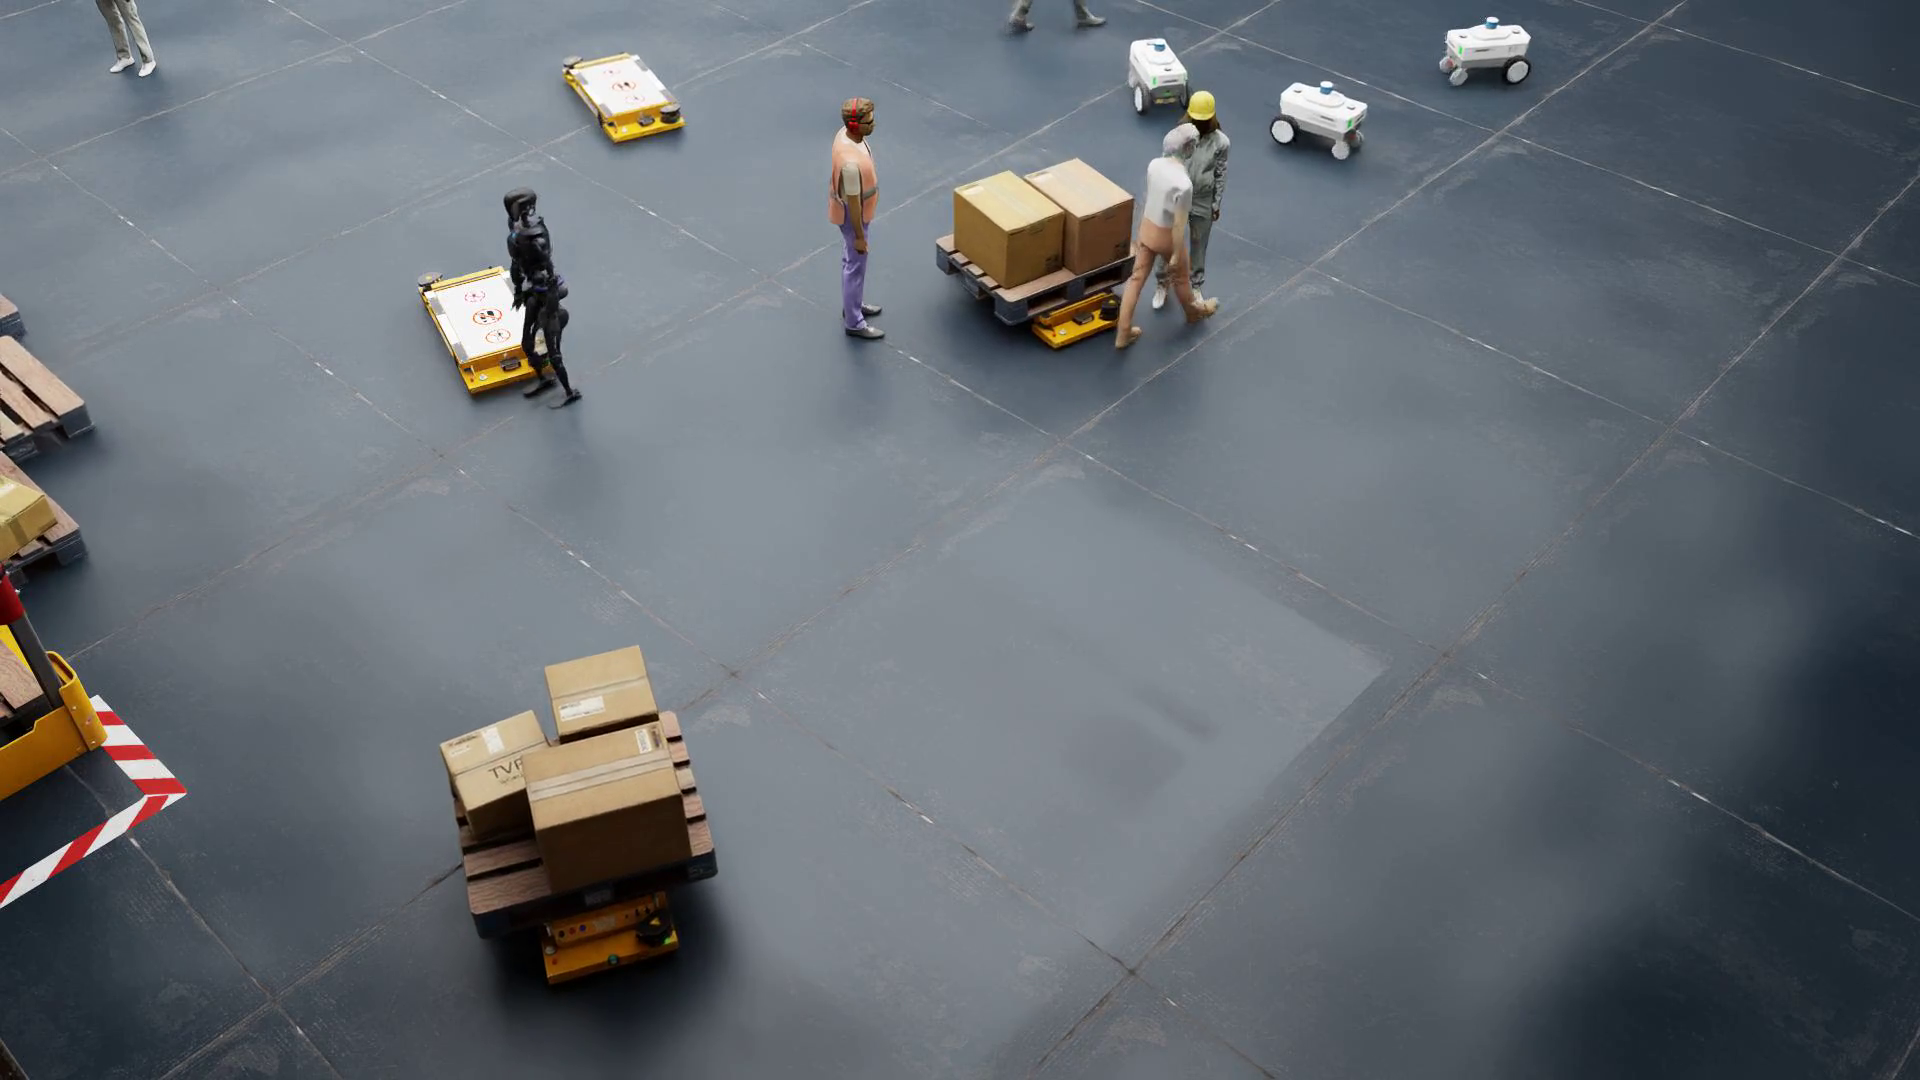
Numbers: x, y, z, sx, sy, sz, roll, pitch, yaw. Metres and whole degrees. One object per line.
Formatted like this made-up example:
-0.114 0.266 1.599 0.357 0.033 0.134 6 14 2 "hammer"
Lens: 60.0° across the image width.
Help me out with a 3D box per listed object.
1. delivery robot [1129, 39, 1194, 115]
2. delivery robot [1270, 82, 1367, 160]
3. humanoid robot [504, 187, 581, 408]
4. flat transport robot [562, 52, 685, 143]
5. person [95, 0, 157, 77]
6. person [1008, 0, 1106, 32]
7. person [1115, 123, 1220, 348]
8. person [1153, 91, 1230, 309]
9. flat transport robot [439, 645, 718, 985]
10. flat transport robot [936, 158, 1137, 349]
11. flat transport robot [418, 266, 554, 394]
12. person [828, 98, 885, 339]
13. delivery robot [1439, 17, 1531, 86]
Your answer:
1.788 -4.189 14.982 0.499 0.613 0.797 -9 43 -10 "delivery robot"
3.111 -3.672 14.407 0.807 0.613 0.499 27 48 26 "delivery robot"
-2.864 -1.607 11.259 0.390 1.655 0.606 -28 49 -28 "humanoid robot"
-3.052 -4.028 15.003 0.659 0.231 1.431 -20 46 -21 "flat transport robot"
-7.726 -5.022 15.081 0.521 1.639 0.304 12 43 13 "person"
0.920 -5.647 15.664 0.956 1.796 0.605 -13 44 -14 "person"
1.491 -2.198 11.910 0.920 1.683 0.498 -25 47 -25 "person"
1.685 -2.475 12.173 0.486 1.745 0.292 3 42 3 "person"
-1.950 1.620 8.725 0.659 0.231 1.431 -13 44 -14 "flat transport robot"
0.579 -1.967 12.713 0.659 0.231 1.431 -24 47 -24 "flat transport robot"
-3.509 -1.604 12.309 0.659 0.231 1.431 -19 45 -20 "flat transport robot"
-0.759 -2.311 11.916 0.374 1.843 0.567 -3 42 -3 "person"
4.871 -4.517 15.334 0.779 0.597 0.499 -7 42 -7 "delivery robot"
